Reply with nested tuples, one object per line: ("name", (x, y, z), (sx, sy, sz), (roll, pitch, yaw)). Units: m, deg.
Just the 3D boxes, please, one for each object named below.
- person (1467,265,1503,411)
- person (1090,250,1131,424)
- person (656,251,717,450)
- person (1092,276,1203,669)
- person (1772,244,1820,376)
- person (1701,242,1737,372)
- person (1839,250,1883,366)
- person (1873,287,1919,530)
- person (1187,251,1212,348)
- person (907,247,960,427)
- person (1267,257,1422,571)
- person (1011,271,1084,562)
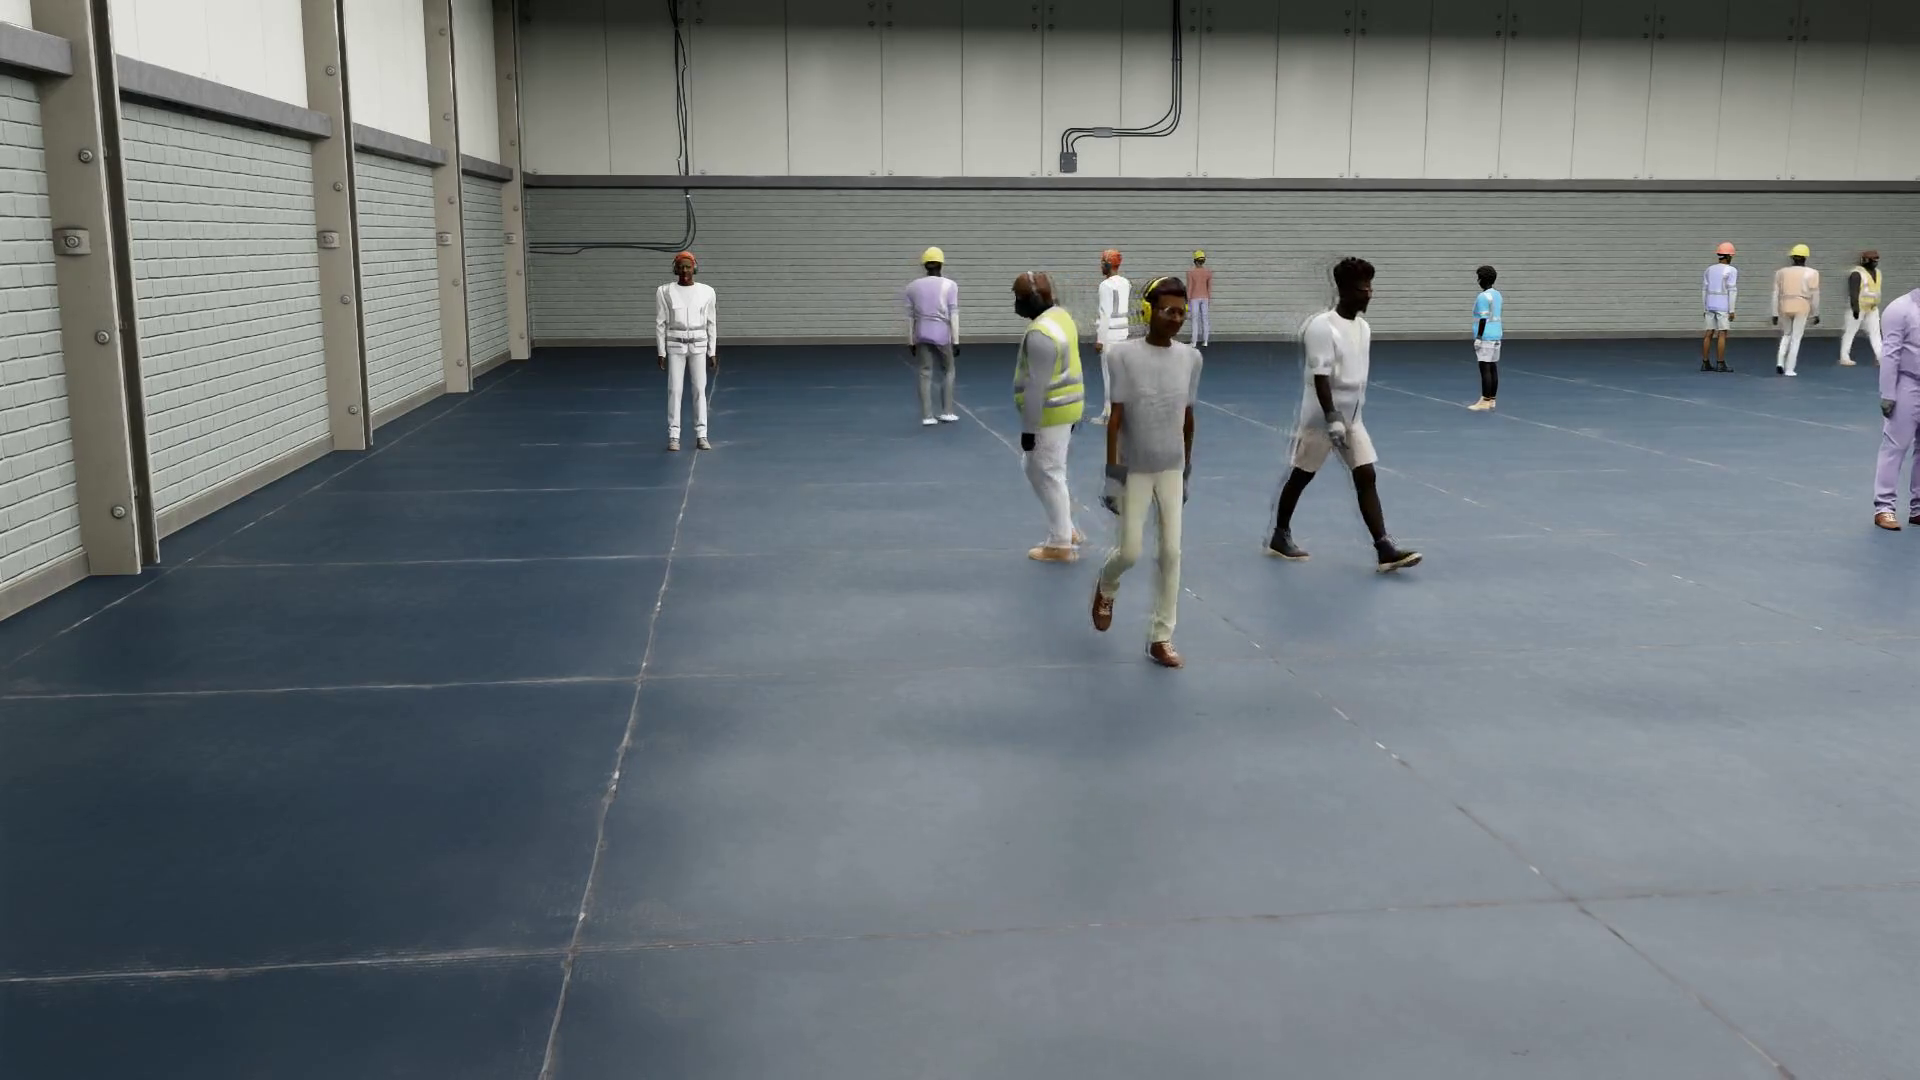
("person", (6.128, -2.341, 19.359), (0.322, 1.692, 0.534), (8, 13, 38))
("person", (1.635, -2.191, 18.021), (0.356, 1.882, 0.574), (6, 12, 30))
("person", (-2.599, -1.791, 15.829), (0.575, 1.883, 0.355), (-3, 11, -15))
("person", (0.885, -0.339, 7.979), (0.522, 1.844, 0.662), (-3, 11, -15))
("person", (12.160, -3.330, 24.182), (0.432, 1.910, 0.597), (-9, 14, -40))
("person", (11.406, -3.480, 24.956), (0.385, 1.928, 0.547), (-5, 12, -26))
("person", (14.228, -3.607, 26.001), (0.665, 1.800, 0.924), (-4, 11, -23))
("person", (6.683, -1.013, 11.511), (0.643, 1.903, 0.401), (-1, 10, -6))
("person", (4.370, -4.408, 30.493), (0.525, 1.769, 0.310), (-4, 11, -22))
("person", (-0.248, -2.187, 17.932), (0.626, 1.897, 0.758), (4, 11, 21))
("person", (2.327, -0.760, 10.145), (0.607, 1.903, 1.051), (-8, 13, -39))
("person", (0.534, -0.744, 10.297), (0.453, 1.812, 0.669), (3, 11, 15))
